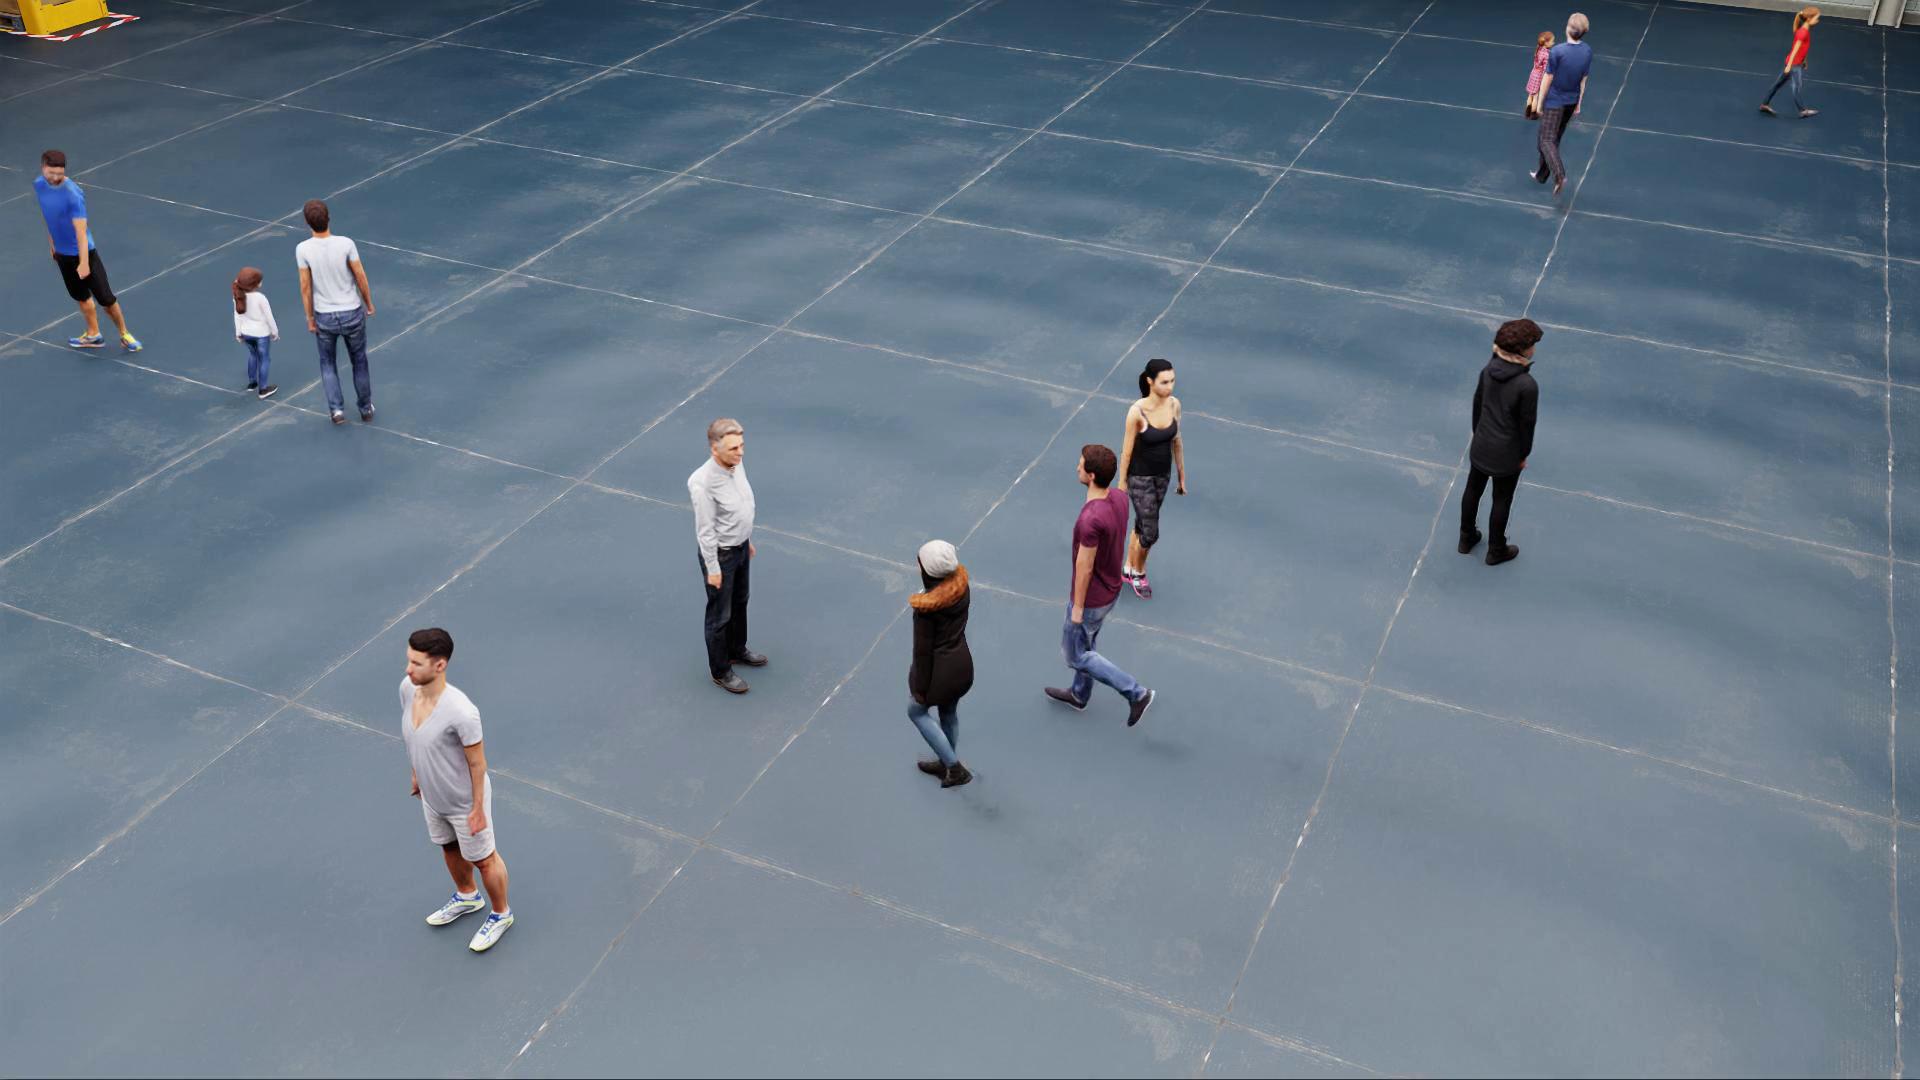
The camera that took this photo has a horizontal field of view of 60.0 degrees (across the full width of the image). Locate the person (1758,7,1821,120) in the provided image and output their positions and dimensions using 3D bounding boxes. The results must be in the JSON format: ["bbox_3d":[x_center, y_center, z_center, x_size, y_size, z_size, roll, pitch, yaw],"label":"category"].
[{"bbox_3d":[9.749,-5.620,19.597,0.877,1.282,0.503,16,36,24],"label":"person"}]

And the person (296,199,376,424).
[{"bbox_3d":[-4.802,-1.728,12.883,0.780,1.863,0.844,-10,34,-15],"label":"person"}]

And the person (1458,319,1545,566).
[{"bbox_3d":[3.651,-0.655,11.260,0.776,1.778,0.675,-23,39,-32],"label":"person"}]

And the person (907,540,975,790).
[{"bbox_3d":[-0.056,0.732,9.198,0.756,1.632,0.705,25,40,33],"label":"person"}]

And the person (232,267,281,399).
[{"bbox_3d":[-5.764,-1.685,13.541,0.455,1.087,0.561,2,32,4],"label":"person"}]

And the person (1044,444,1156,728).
[{"bbox_3d":[0.856,0.313,9.675,0.946,1.833,0.656,15,35,22],"label":"person"}]

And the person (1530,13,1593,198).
[{"bbox_3d":[6.271,-4.481,17.266,1.142,1.841,1.132,-6,33,-10],"label":"person"}]

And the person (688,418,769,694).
[{"bbox_3d":[-1.424,0.058,10.097,0.559,1.815,0.647,13,34,20],"label":"person"}]

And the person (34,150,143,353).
[{"bbox_3d":[-7.495,-2.452,14.056,0.496,1.835,0.922,23,39,32],"label":"person"}]

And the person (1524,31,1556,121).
[{"bbox_3d":[6.843,-5.490,19.633,0.550,1.022,0.502,-6,33,-9],"label":"person"}]

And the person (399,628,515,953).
[{"bbox_3d":[-2.503,1.212,8.228,0.569,1.856,0.776,20,38,29],"label":"person"}]

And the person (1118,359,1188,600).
[{"bbox_3d":[1.184,-0.439,10.974,0.728,1.718,0.772,-19,37,-27],"label":"person"}]
